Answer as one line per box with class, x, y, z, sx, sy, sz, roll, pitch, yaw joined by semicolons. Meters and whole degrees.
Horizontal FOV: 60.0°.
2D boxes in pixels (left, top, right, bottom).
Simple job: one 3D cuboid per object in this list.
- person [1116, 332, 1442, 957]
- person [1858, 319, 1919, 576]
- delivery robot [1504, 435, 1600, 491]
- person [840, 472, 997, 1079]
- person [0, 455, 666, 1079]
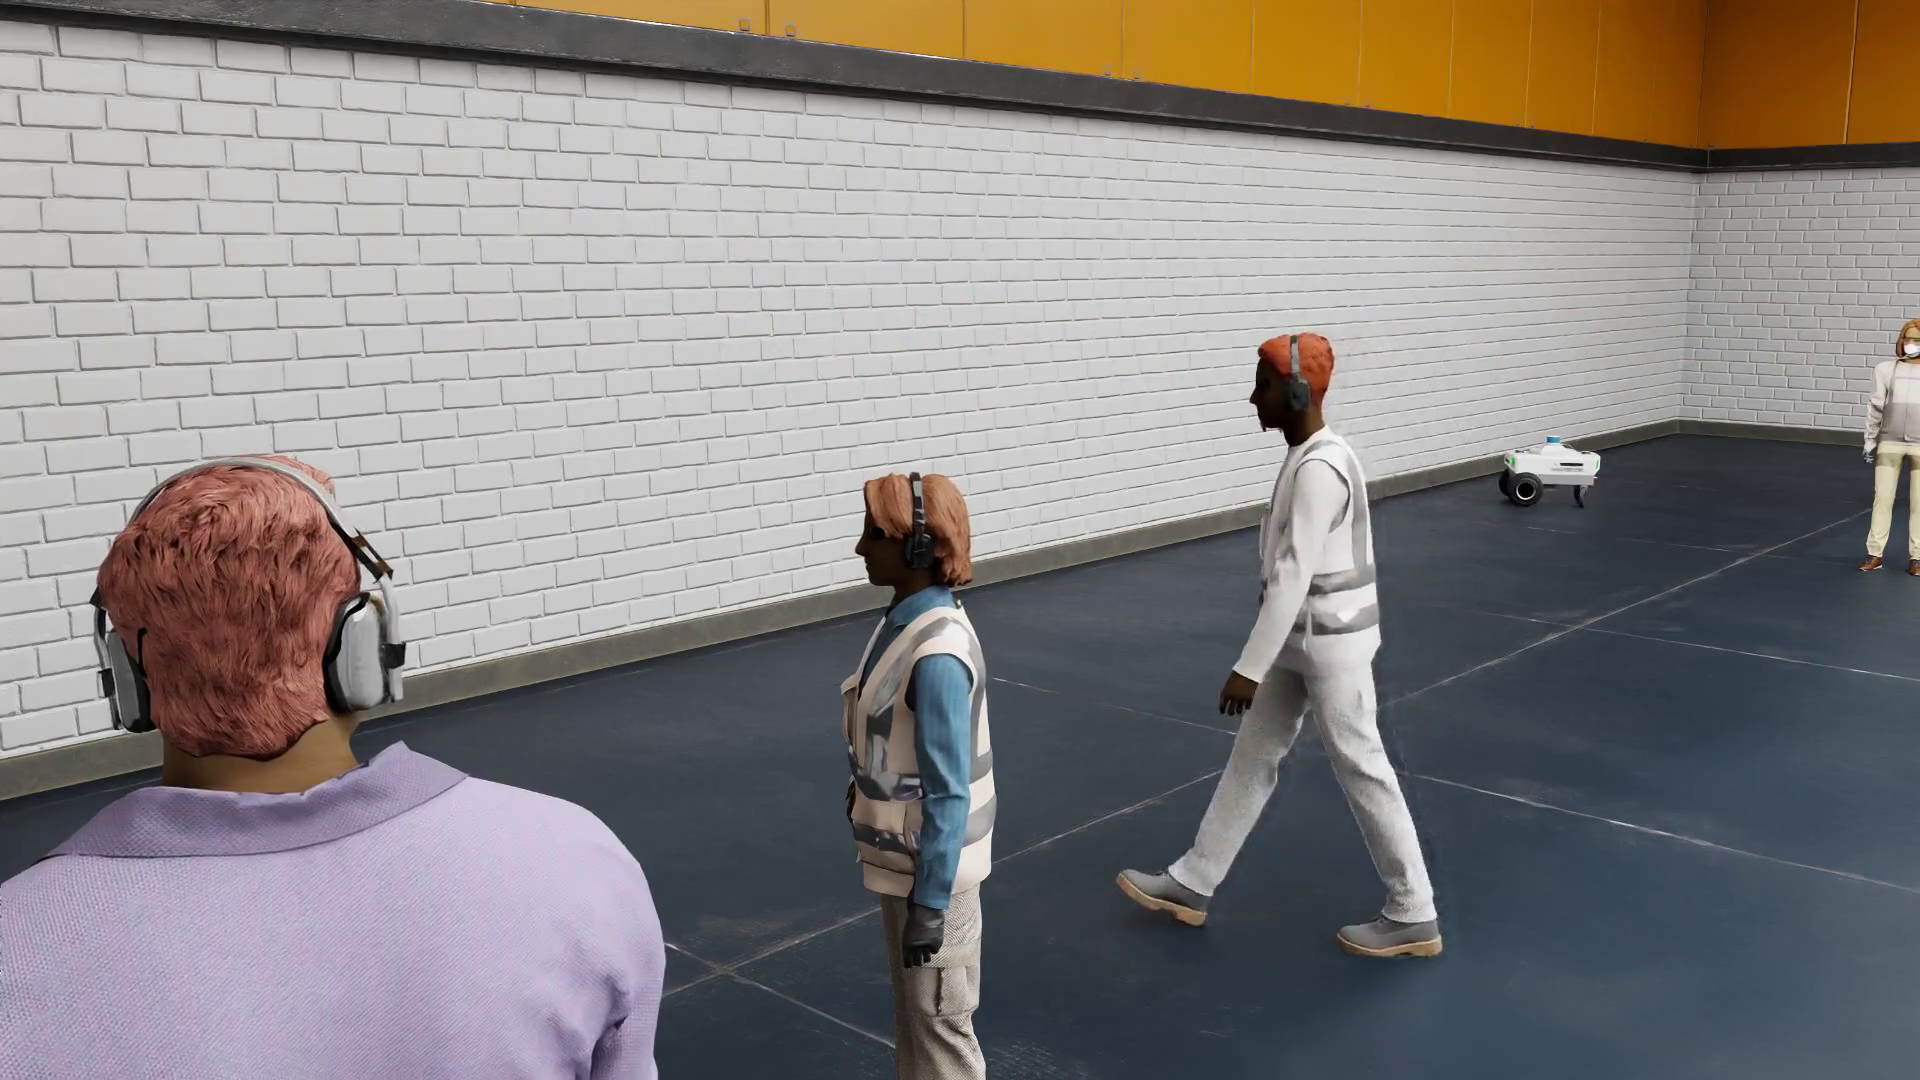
person;0.987;0.319;4.864;0.976;1.834;0.586;1;10;5
person;6.036;-0.590;10.596;0.507;1.632;0.273;7;12;36
delivery robot;4.804;-0.607;13.499;0.707;0.478;0.477;2;10;8
person;-0.081;0.672;3.395;0.308;1.641;0.514;-2;10;-11
person;-0.577;0.873;1.500;0.650;1.904;0.401;-7;12;-35
